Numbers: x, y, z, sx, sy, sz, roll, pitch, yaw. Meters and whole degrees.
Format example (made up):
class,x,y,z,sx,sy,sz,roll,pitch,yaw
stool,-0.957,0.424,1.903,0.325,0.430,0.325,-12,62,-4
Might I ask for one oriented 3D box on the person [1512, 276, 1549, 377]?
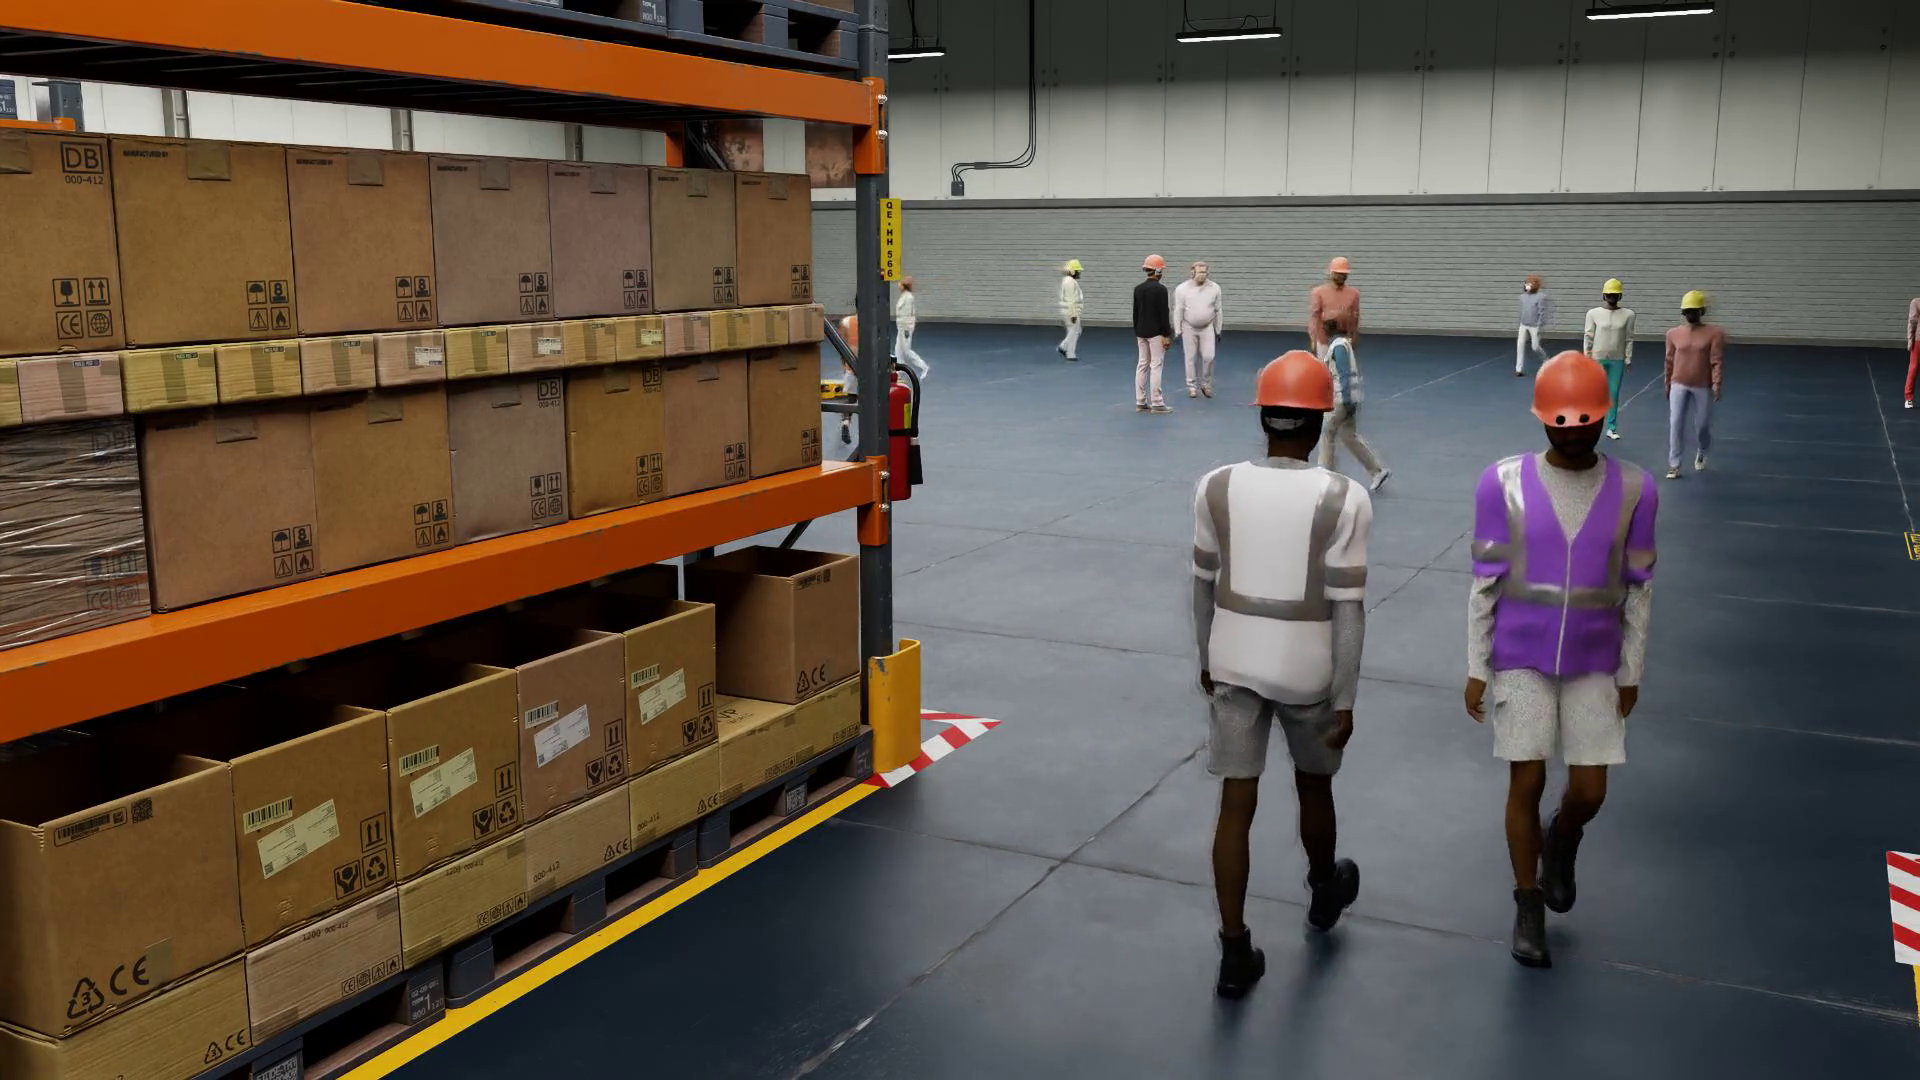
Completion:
class,x,y,z,sx,sy,sz,roll,pitch,yaw
person,9.114,-3.389,26.429,0.674,1.617,0.499,-8,13,-37

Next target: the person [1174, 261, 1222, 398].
class,x,y,z,sx,sy,sz,roll,pitch,yaw
person,3.287,-2.887,22.918,0.676,1.884,0.566,0,10,1

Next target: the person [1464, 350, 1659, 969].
class,x,y,z,sx,sy,sz,roll,pitch,yaw
person,1.854,0.357,5.180,0.548,1.908,0.517,2,11,12

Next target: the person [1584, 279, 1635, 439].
class,x,y,z,sx,sy,sz,roll,pitch,yaw
person,7.150,-1.991,18.348,0.526,1.768,0.330,2,11,11

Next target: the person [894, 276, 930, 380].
class,x,y,z,sx,sy,sz,roll,pitch,yaw
person,-0.822,-3.228,25.494,0.647,1.622,0.532,-2,11,-12

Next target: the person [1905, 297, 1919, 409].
class,x,y,z,sx,sy,sz,roll,pitch,yaw
person,12.549,-2.577,21.549,0.524,1.769,0.309,1,10,8

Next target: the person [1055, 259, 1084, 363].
class,x,y,z,sx,sy,sz,roll,pitch,yaw
person,1.972,-4.017,29.257,0.438,1.813,0.612,0,10,1

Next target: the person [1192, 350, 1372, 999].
class,x,y,z,sx,sy,sz,roll,pitch,yaw
person,0.995,0.369,5.114,0.565,1.889,0.956,5,12,26

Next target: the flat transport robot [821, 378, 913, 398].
class,x,y,z,sx,sy,sz,roll,pitch,yaw
flat transport robot,-1.394,-2.128,23.178,1.431,0.197,0.652,-5,11,-24

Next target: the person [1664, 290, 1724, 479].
class,x,y,z,sx,sy,sz,roll,pitch,yaw
person,6.835,-1.458,15.503,0.522,1.741,0.770,7,12,33

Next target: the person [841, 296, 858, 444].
class,x,y,z,sx,sy,sz,roll,pitch,yaw
person,-1.043,-1.845,17.785,0.534,1.677,0.706,2,11,13

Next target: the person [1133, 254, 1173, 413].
class,x,y,z,sx,sy,sz,roll,pitch,yaw
person,2.443,-2.604,21.063,0.374,1.997,0.611,-7,13,-35

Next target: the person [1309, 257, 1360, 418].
class,x,y,z,sx,sy,sz,roll,pitch,yaw
person,4.562,-2.432,20.219,0.642,1.966,0.794,0,10,-1

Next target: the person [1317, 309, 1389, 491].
class,x,y,z,sx,sy,sz,roll,pitch,yaw
person,3.422,-1.220,14.580,0.700,1.605,0.522,3,11,18
